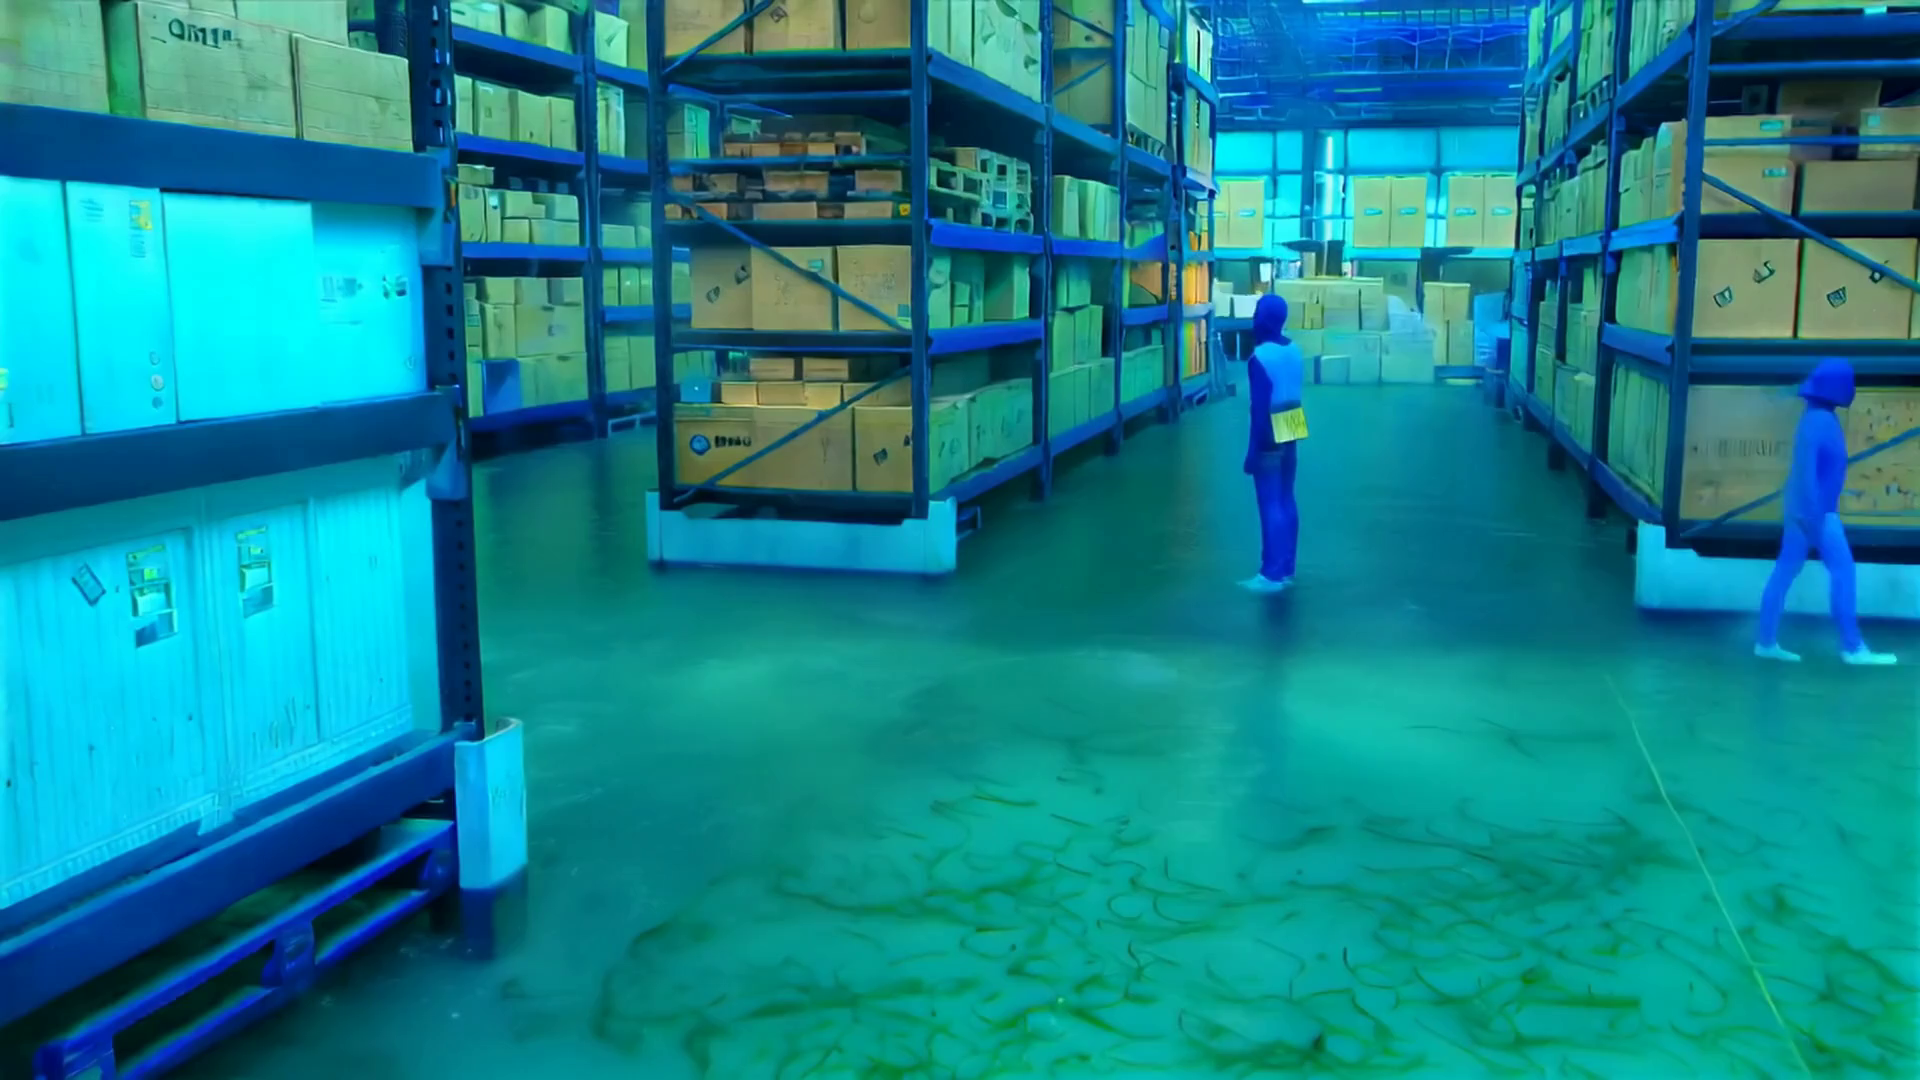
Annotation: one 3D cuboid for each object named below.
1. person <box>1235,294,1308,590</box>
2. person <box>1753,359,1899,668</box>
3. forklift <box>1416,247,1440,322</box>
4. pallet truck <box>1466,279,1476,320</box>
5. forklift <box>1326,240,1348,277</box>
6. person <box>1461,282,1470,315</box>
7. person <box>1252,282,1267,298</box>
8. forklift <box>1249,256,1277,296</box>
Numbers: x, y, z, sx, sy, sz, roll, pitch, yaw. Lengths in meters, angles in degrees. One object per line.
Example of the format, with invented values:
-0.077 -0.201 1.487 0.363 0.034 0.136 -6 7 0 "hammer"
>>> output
2.040 -0.629 10.812 0.398 1.920 0.588 7 11 36 "person"
4.540 -0.131 8.620 0.755 1.600 0.520 2 9 14 "person"
12.210 -6.239 43.408 1.873 2.768 1.129 5 10 30 "forklift"
18.896 -8.459 60.307 1.885 1.965 0.823 5 10 31 "pallet truck"
8.059 -5.052 35.868 1.873 2.768 1.129 2 9 14 "forklift"
16.806 -7.709 55.919 1.032 1.878 0.651 -2 9 -14 "person"
9.665 -7.403 53.937 0.867 1.888 0.651 8 12 42 "person"
10.975 -8.911 60.386 1.129 2.768 1.873 2 9 15 "forklift"
